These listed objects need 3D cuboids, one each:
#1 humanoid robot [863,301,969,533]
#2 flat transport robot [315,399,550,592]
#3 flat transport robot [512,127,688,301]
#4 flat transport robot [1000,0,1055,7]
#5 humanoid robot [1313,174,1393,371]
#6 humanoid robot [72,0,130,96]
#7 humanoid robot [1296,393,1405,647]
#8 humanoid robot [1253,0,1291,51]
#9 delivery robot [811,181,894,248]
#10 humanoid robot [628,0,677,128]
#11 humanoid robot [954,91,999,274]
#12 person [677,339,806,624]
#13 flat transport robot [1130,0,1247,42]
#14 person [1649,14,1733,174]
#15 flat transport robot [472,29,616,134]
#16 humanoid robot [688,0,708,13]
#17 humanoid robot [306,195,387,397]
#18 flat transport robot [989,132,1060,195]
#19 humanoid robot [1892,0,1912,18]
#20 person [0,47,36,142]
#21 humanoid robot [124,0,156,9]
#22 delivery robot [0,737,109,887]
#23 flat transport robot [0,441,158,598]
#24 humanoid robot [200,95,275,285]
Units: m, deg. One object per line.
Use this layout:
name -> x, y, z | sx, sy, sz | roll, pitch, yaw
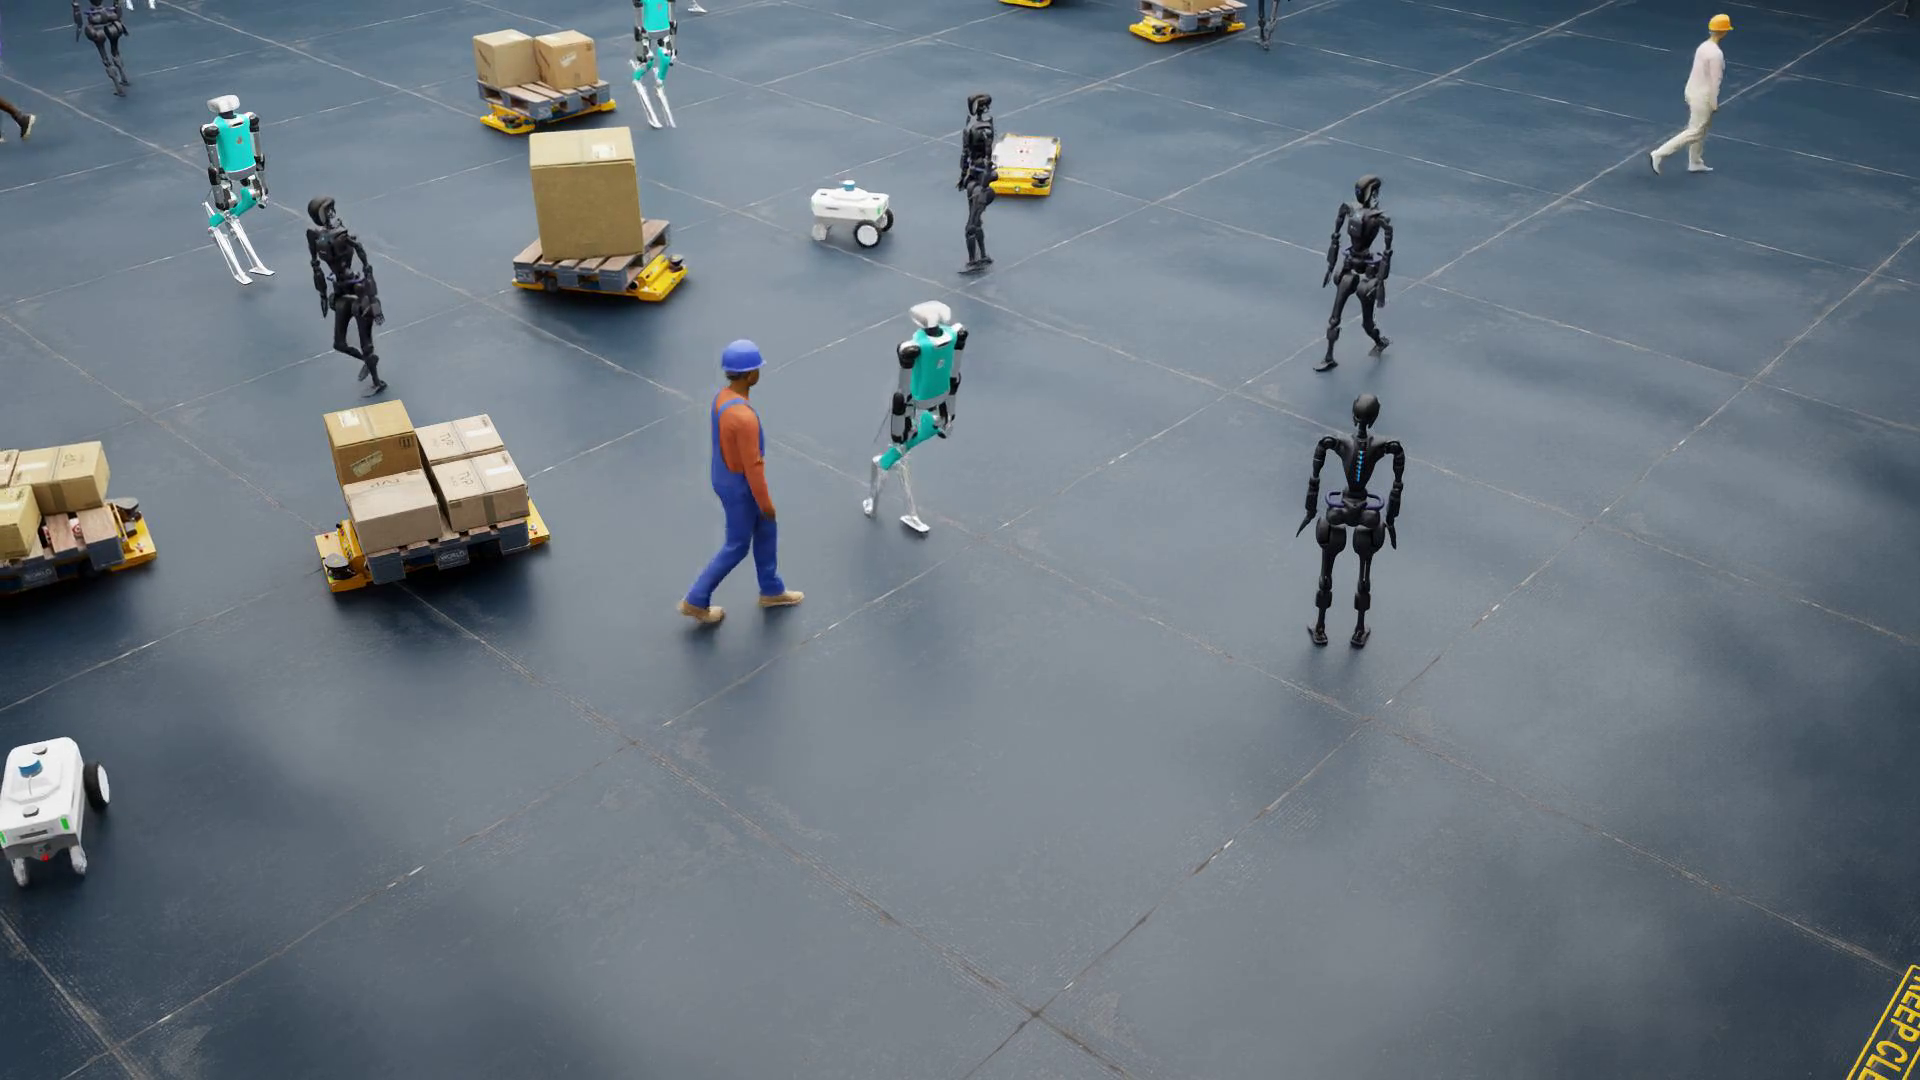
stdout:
humanoid robot -> -0.388, -0.817, 11.146 | 0.530, 1.840, 0.907 | -25, 39, -34
flat transport robot -> -3.541, -0.020, 11.186 | 1.431, 0.231, 0.659 | -15, 35, -22
flat transport robot -> -3.268, -2.421, 15.053 | 1.431, 0.231, 0.659 | 7, 33, 11
flat transport robot -> 1.219, -7.926, 23.917 | 0.659, 0.231, 1.431 | 18, 36, 26
humanoid robot -> 3.227, -2.151, 13.332 | 0.707, 1.655, 0.610 | -25, 40, -34
humanoid robot -> -10.197, -6.115, 19.675 | 0.523, 1.644, 0.601 | 24, 39, 33
humanoid robot -> 2.343, -0.122, 10.003 | 0.599, 1.657, 0.315 | 5, 32, 9
humanoid robot -> 3.965, -7.138, 21.336 | 0.594, 1.623, 0.729 | 12, 34, 18
delivery robot -> -1.018, -3.130, 15.942 | 0.790, 0.614, 0.499 | 7, 33, 11
humanoid robot -> -3.481, -5.442, 18.553 | 0.530, 1.821, 0.673 | -26, 40, -35
humanoid robot -> 0.108, -3.242, 15.035 | 0.467, 1.647, 0.595 | -12, 34, -19
person -> -1.410, -0.328, 10.172 | 0.801, 1.881, 0.519 | -8, 33, -12
flat transport robot -> 3.053, -6.932, 22.316 | 1.431, 0.231, 0.659 | -16, 35, -24
person -> 7.614, -4.584, 17.197 | 0.699, 1.668, 0.473 | 1, 32, 2
flat transport robot -> -4.755, -4.983, 19.179 | 0.659, 0.231, 1.431 | 27, 41, 36
humanoid robot -> -3.672, -8.010, 22.753 | 0.741, 1.884, 0.542 | 10, 33, 15
humanoid robot -> -4.695, -1.909, 12.902 | 0.603, 1.641, 0.422 | 12, 34, 19
flat transport robot -> 0.675, -3.975, 17.555 | 0.659, 0.231, 1.431 | 4, 32, 6
humanoid robot -> 13.276, -7.901, 22.575 | 0.612, 1.637, 0.705 | -27, 41, -36
person -> -10.598, -5.299, 18.120 | 0.661, 1.920, 0.662 | 0, 32, -1
humanoid robot -> -11.582, -8.236, 23.034 | 0.531, 1.790, 0.691 | -19, 37, -28
delivery robot -> -4.781, 1.366, 8.689 | 0.499, 0.601, 0.775 | -11, 34, -18
flat transport robot -> -6.131, 0.110, 10.976 | 1.431, 0.231, 0.659 | -18, 36, -27
humanoid robot -> -6.452, -3.115, 14.651 | 0.735, 1.677, 0.533 | 19, 37, 28
